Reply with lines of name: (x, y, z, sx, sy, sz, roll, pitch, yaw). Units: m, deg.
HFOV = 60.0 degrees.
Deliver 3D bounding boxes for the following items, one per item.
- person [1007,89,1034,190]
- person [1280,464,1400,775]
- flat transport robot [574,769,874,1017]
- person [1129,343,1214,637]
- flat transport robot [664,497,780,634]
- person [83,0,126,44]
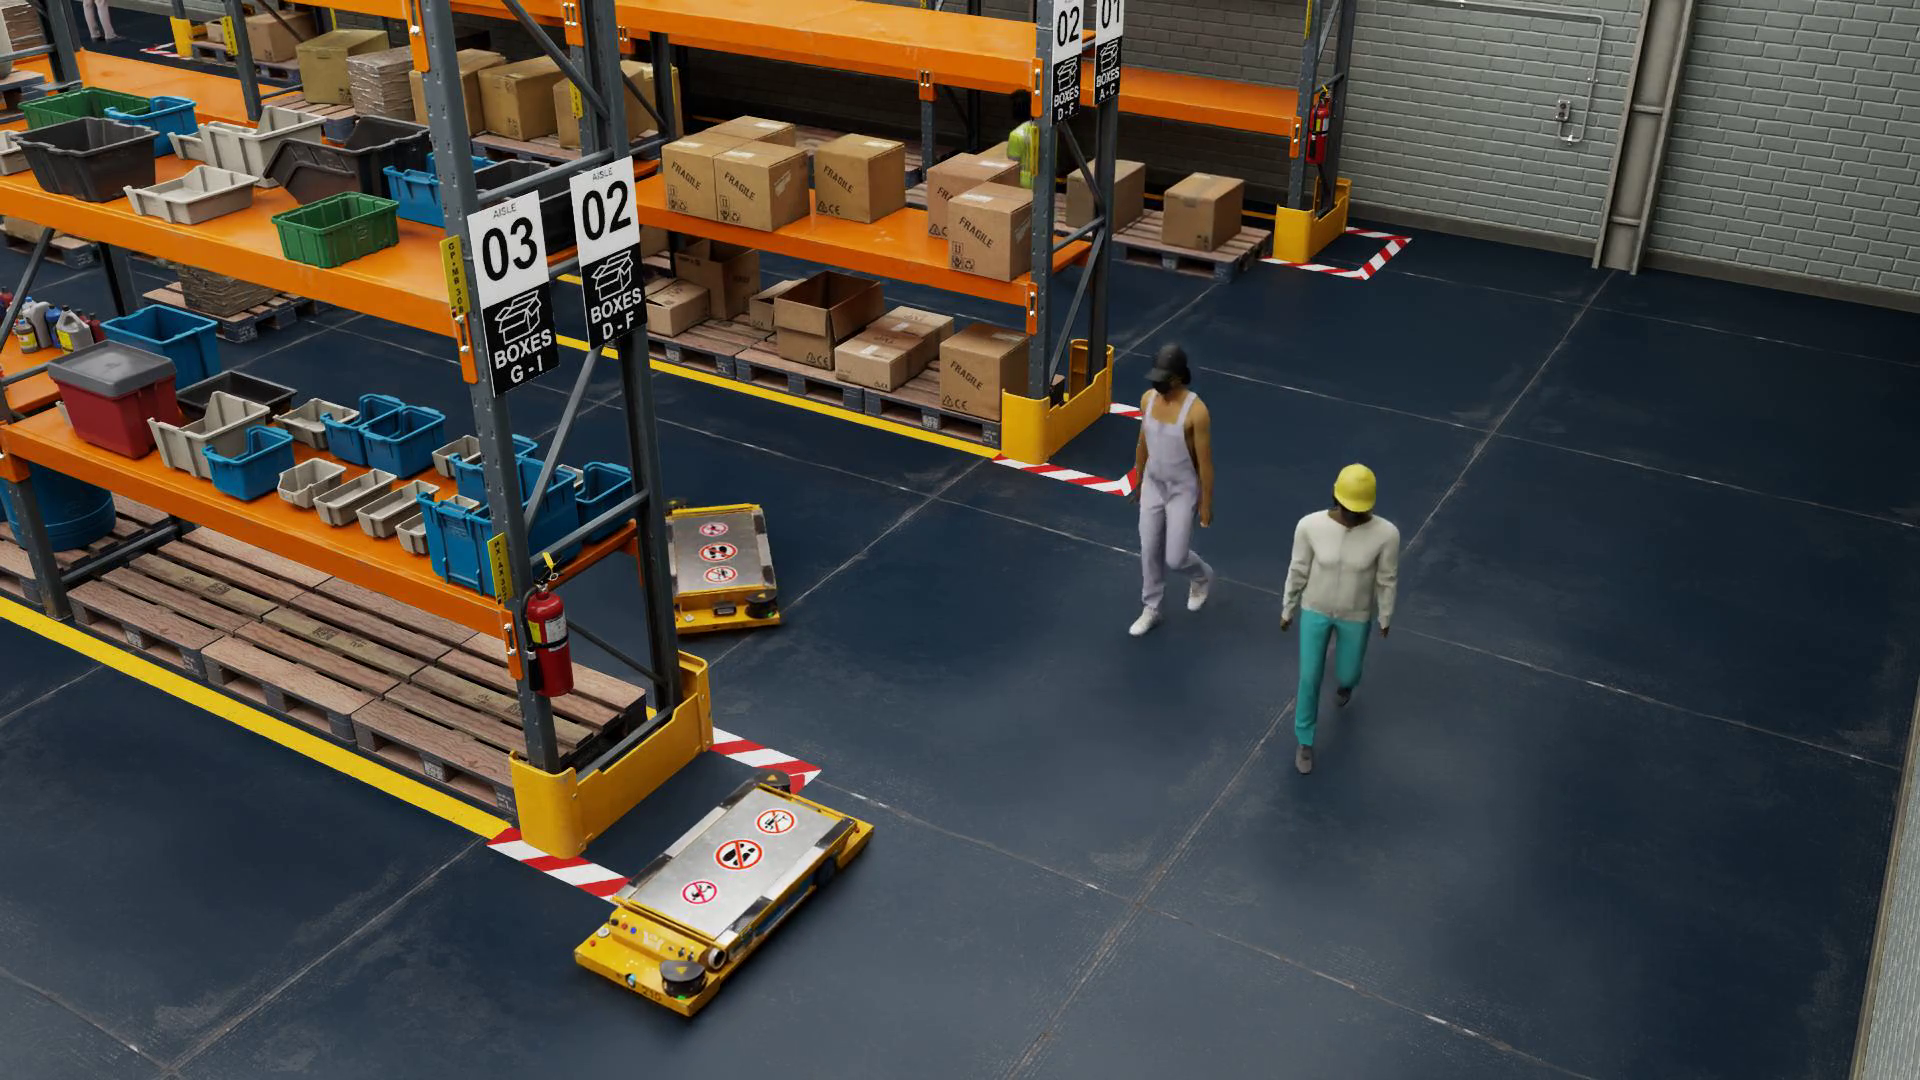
person: (0.640, -3.172, 14.871, 0.542, 1.675, 0.533, 13, 32, 23)
person: (1.940, 0.326, 8.536, 0.549, 1.739, 0.633, 7, 30, 12)
flat transport robot: (-1.068, 1.602, 7.760, 0.659, 0.231, 1.431, 16, 33, 27)
person: (1.227, -0.288, 9.538, 0.559, 1.839, 0.608, 23, 37, 35)
flat transport robot: (-1.518, 0.130, 10.401, 0.659, 0.231, 1.431, -5, 30, -9)
person: (-12.102, -7.849, 23.098, 0.567, 1.843, 0.374, 10, 31, 17)
